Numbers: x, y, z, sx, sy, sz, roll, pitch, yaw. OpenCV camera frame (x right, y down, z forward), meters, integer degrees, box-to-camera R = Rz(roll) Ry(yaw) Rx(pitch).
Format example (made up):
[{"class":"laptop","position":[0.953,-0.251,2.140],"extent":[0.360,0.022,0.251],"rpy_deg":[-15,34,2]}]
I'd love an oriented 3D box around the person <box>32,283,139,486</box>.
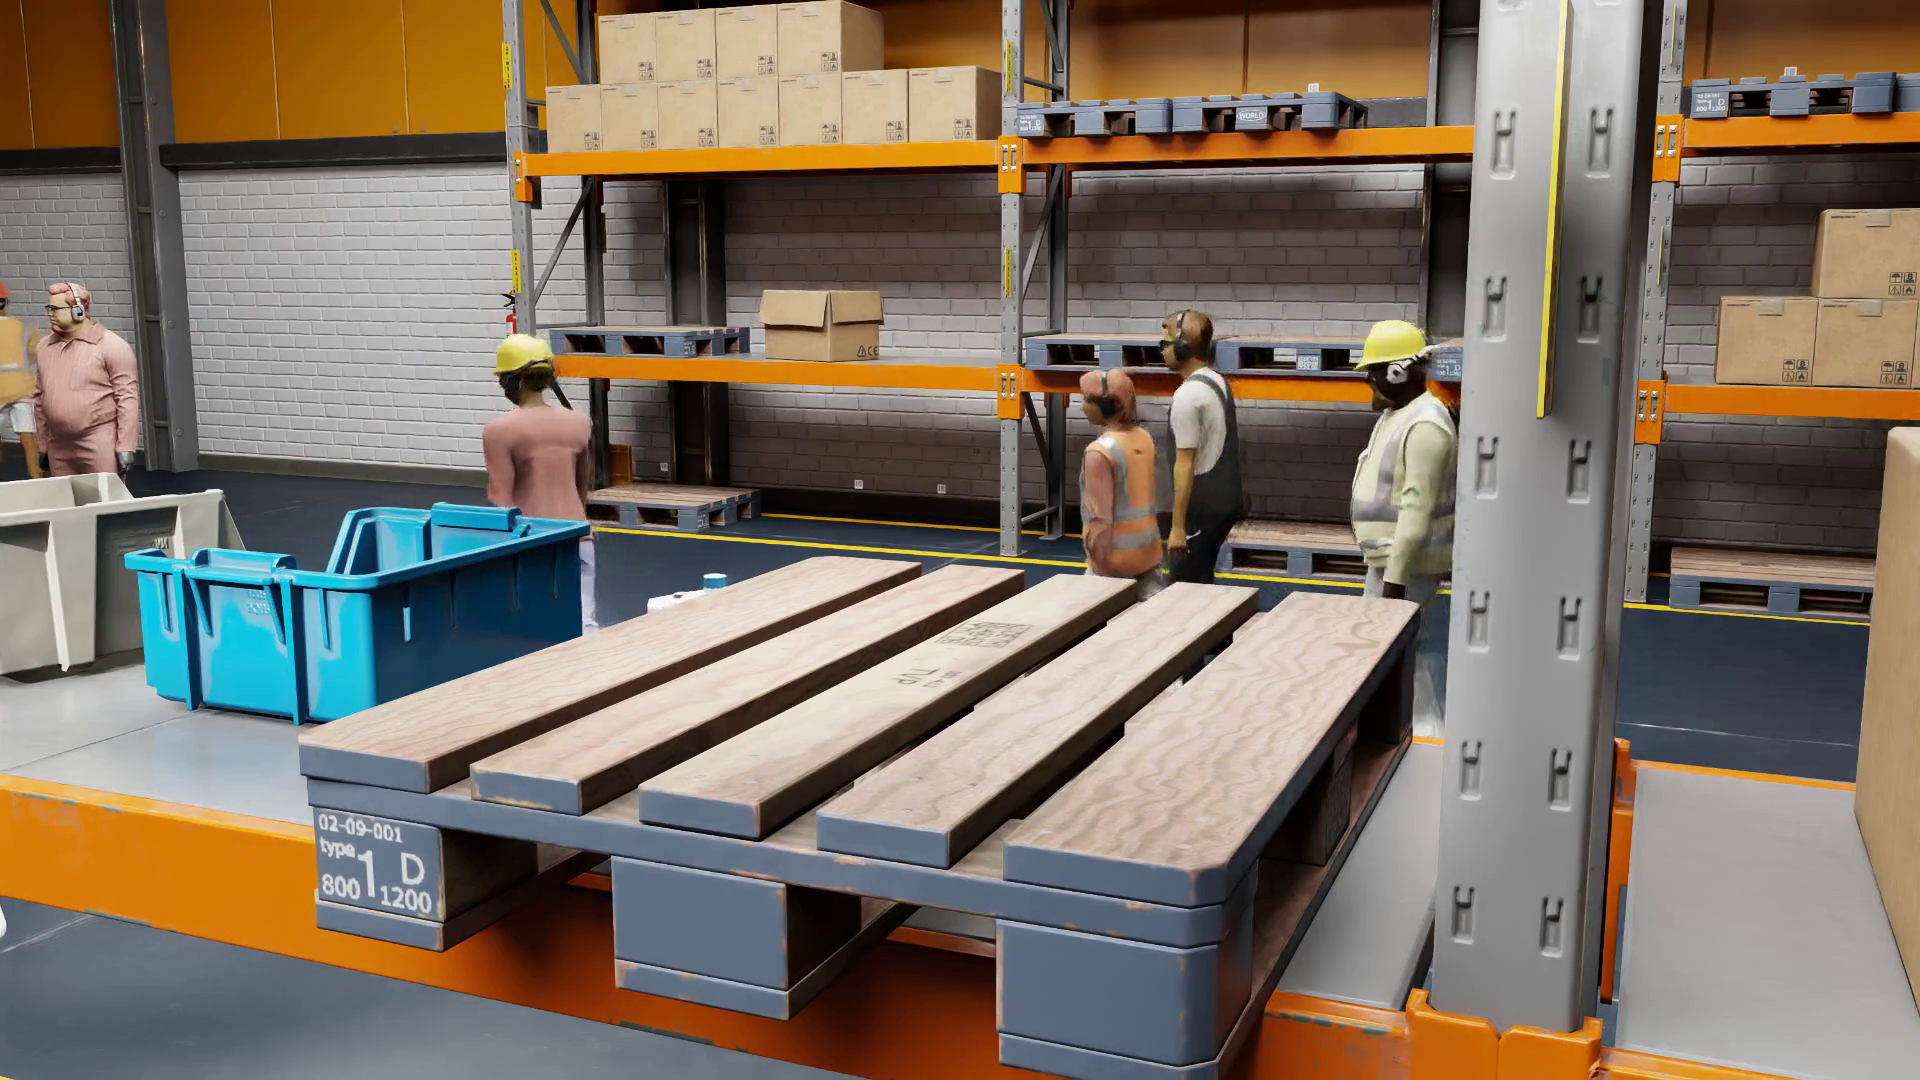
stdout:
[{"class":"person","position":[-5.201,-0.564,9.860],"extent":[0.652,1.903,0.403],"rpy_deg":[2,10,12]}]

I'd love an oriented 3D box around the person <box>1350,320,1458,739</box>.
[{"class":"person","position":[1.694,0.063,6.404],"extent":[0.424,1.799,0.628],"rpy_deg":[1,9,3]}]

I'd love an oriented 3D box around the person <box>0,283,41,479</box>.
[{"class":"person","position":[-7.916,-1.208,13.792],"extent":[0.565,1.880,1.010],"rpy_deg":[-9,13,-44]}]

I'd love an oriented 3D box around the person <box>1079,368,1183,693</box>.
[{"class":"person","position":[0.585,0.095,6.834],"extent":[0.877,1.589,0.532],"rpy_deg":[7,12,37]}]

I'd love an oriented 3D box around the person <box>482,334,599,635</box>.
[{"class":"person","position":[-1.764,0.020,6.892],"extent":[0.538,1.724,0.837],"rpy_deg":[-9,13,-44]}]

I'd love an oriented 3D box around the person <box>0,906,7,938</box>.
[{"class":"person","position":[-3.072,0.399,4.898],"extent":[0.499,1.633,0.286],"rpy_deg":[-4,10,-22]}]

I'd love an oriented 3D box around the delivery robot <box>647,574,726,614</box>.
[{"class":"delivery robot","position":[-1.149,0.403,7.821],"extent":[0.707,0.478,0.477],"rpy_deg":[9,13,42]}]

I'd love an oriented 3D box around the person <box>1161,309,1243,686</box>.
[{"class":"person","position":[1.132,-0.112,7.393],"extent":[0.542,1.822,0.556],"rpy_deg":[5,11,26]}]
